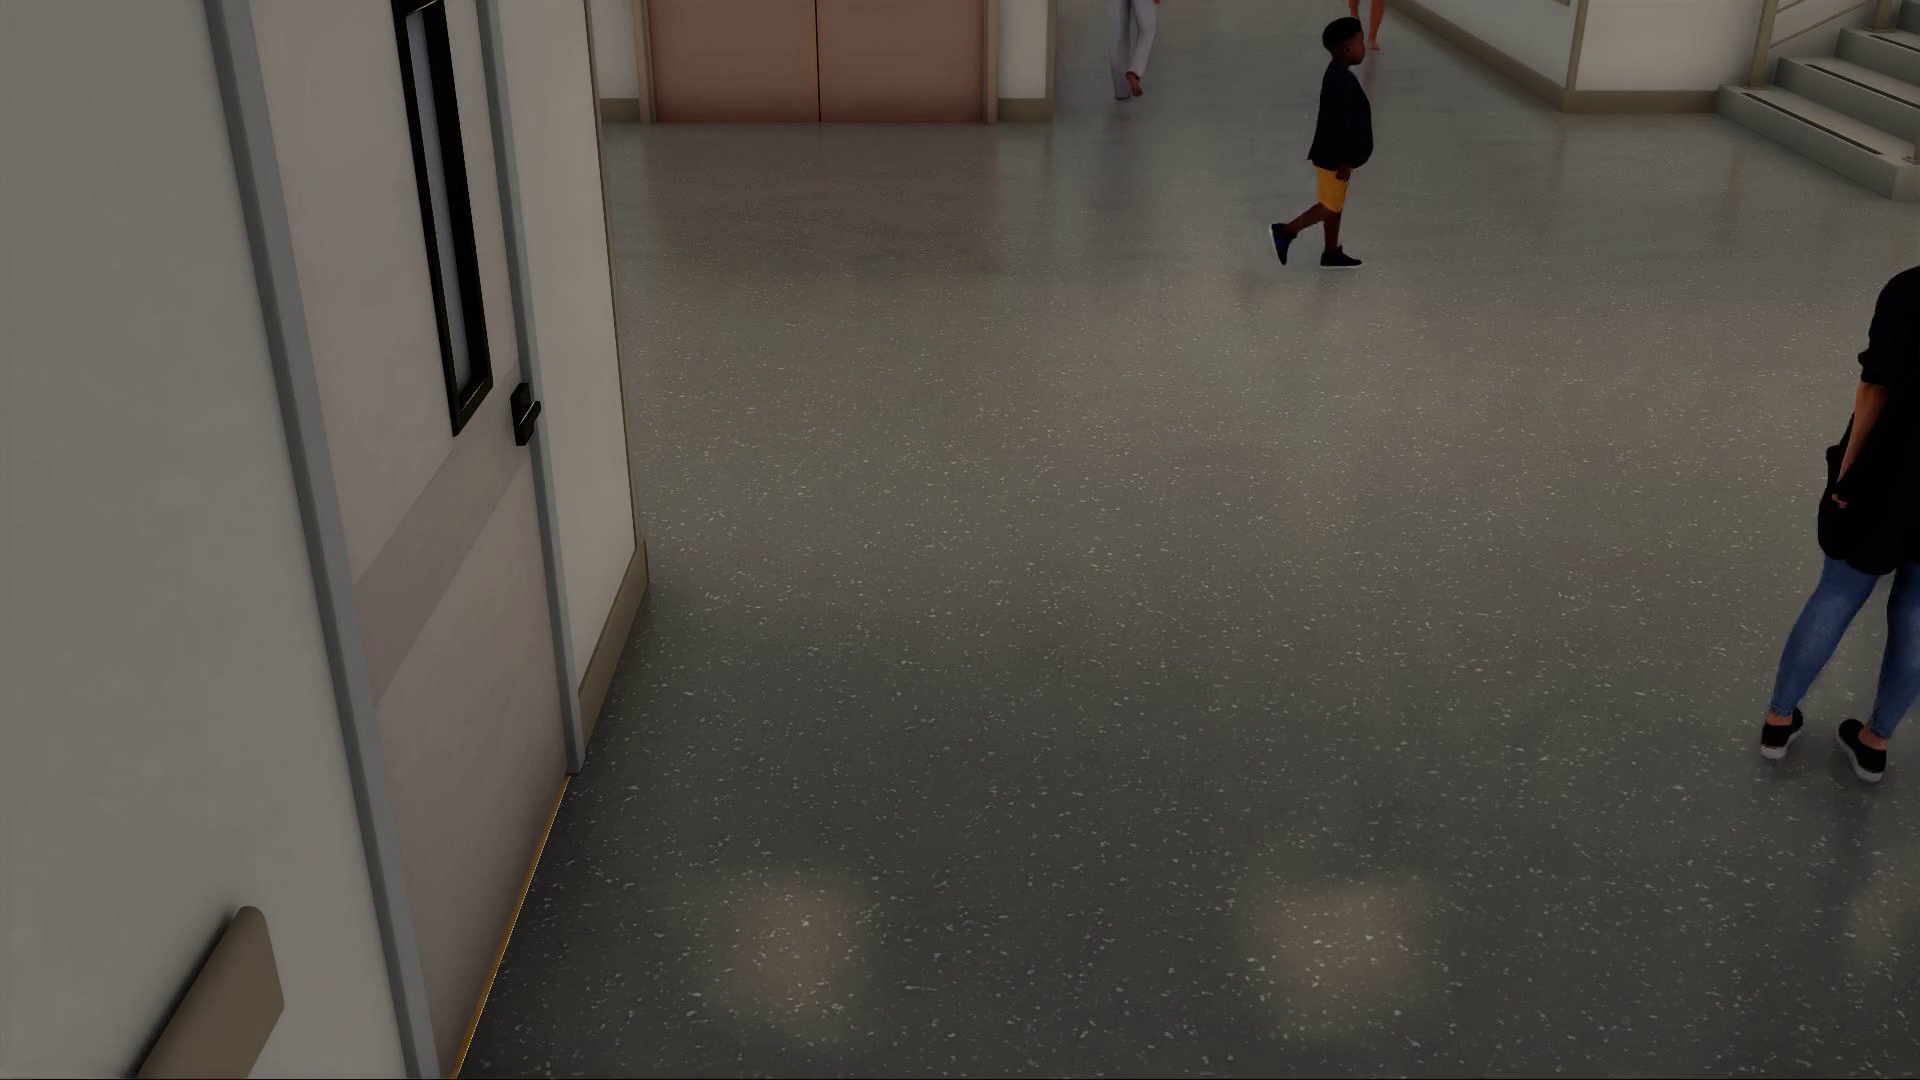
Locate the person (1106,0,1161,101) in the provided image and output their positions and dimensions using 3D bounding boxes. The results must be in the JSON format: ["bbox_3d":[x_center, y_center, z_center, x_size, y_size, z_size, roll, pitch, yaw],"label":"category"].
[{"bbox_3d":[1.244,-4.092,12.219,0.844,1.724,0.805,6,26,12],"label":"person"}]

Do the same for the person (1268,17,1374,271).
[{"bbox_3d":[1.819,-1.954,8.319,0.723,1.261,0.527,0,26,1],"label":"person"}]

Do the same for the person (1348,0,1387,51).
[{"bbox_3d":[3.601,-5.227,14.488,0.815,1.798,0.787,3,26,6],"label":"person"}]

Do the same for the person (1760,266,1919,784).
[{"bbox_3d":[2.374,-0.100,4.004,0.725,1.669,0.810,7,27,13],"label":"person"}]
